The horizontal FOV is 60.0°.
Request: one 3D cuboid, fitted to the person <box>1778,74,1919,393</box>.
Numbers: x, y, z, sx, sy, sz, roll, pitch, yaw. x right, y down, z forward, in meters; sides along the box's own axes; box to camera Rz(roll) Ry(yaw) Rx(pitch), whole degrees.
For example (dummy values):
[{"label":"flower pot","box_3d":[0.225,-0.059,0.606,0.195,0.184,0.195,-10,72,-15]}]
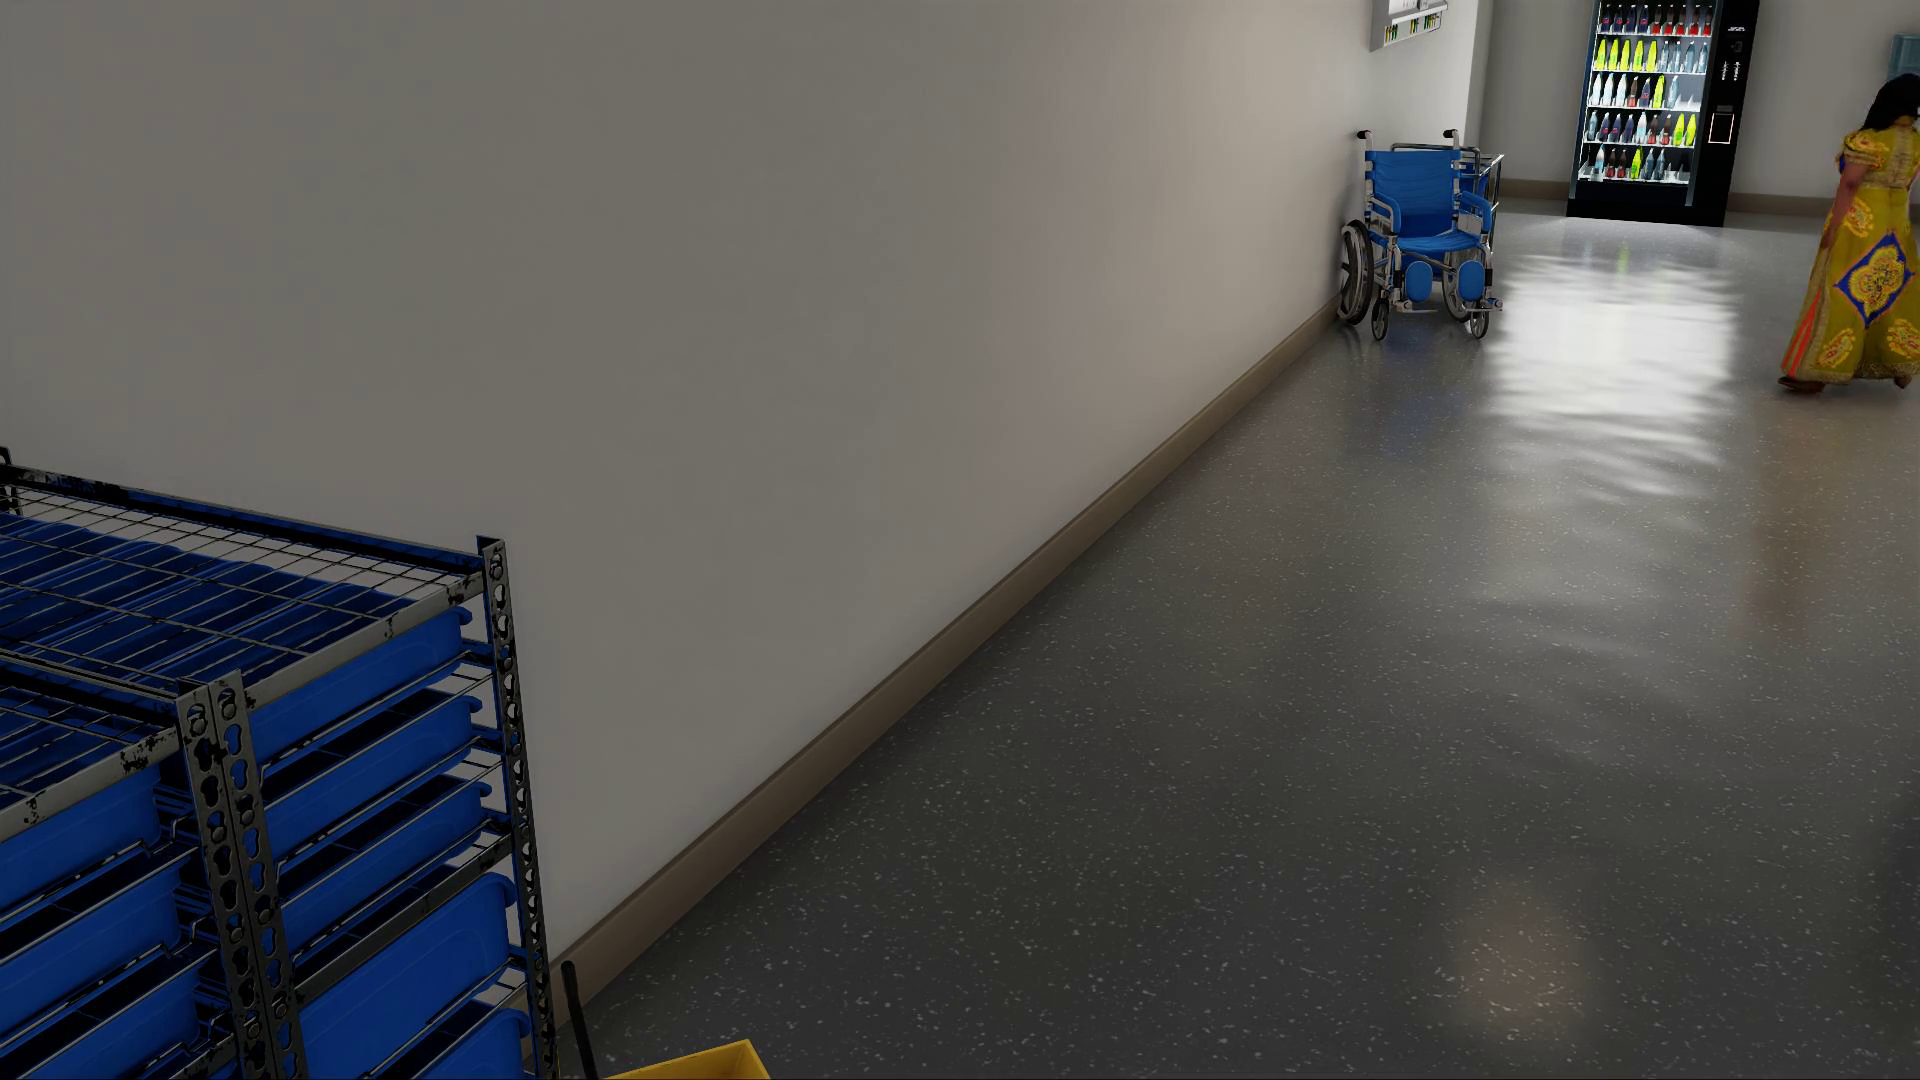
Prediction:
[{"label":"person","box_3d":[4.678,-1.575,8.646,1.093,1.639,1.134,-16,26,-36]}]
